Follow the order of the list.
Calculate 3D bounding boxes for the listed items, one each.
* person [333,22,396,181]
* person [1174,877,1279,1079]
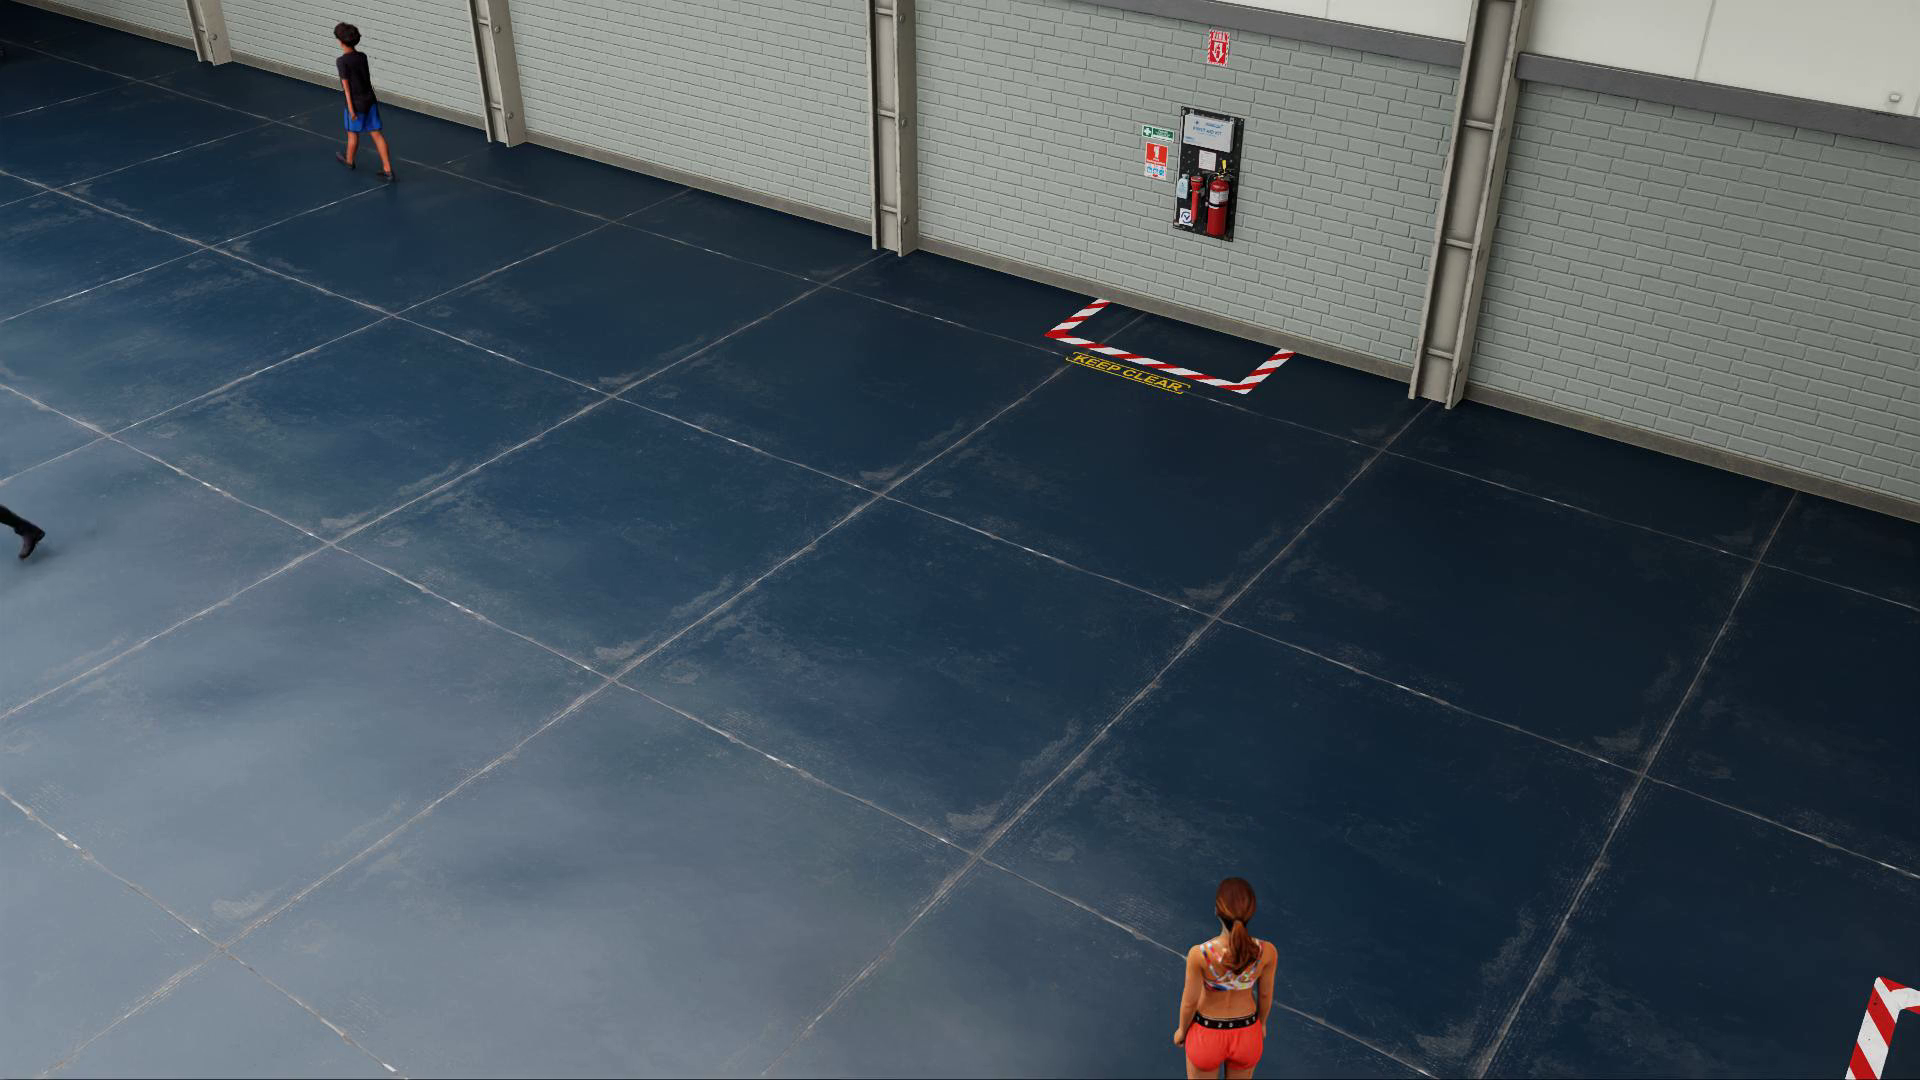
[{"bbox_3d":[-6.765,-4.946,18.965,1.124,1.740,0.621,20,37,28],"label":"person"},{"bbox_3d":[1.194,2.243,7.524,0.668,1.789,0.742,-2,32,-3],"label":"person"}]
